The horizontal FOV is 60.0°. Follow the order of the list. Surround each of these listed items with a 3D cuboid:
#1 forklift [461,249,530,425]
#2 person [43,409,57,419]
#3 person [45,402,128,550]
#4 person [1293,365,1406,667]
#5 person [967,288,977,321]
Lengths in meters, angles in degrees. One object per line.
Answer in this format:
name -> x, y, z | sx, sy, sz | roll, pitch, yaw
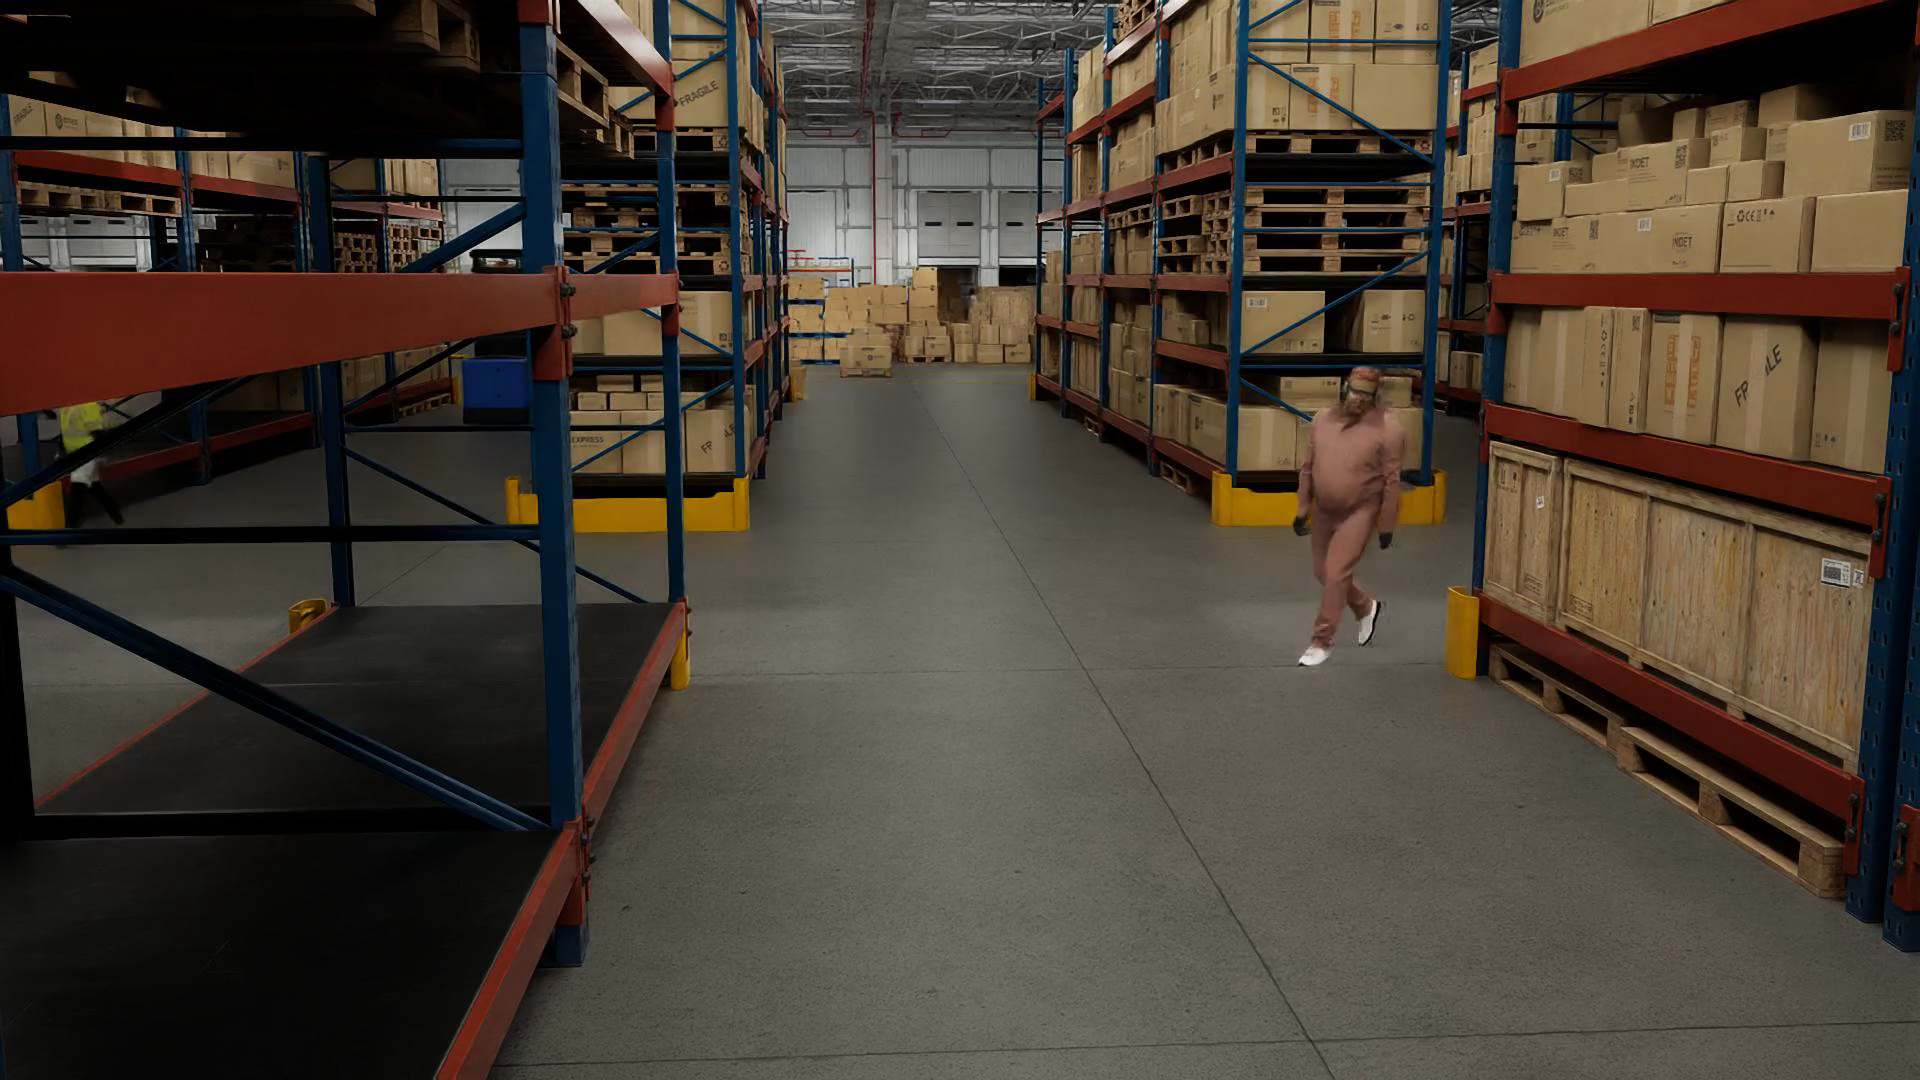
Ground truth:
forklift -> -7.361, -3.300, 26.852 | 1.129, 2.768, 1.873 | -1, 9, -4
person -> -14.981, -2.965, 27.821 | 0.554, 1.909, 0.885 | 4, 10, 23
person -> -7.827, -0.761, 14.809 | 0.537, 1.644, 0.833 | 9, 13, 44
person -> 2.440, -0.168, 10.368 | 0.819, 1.866, 0.659 | -9, 13, -43
person -> 0.452, -9.495, 68.968 | 0.839, 1.848, 0.605 | 2, 9, 12
